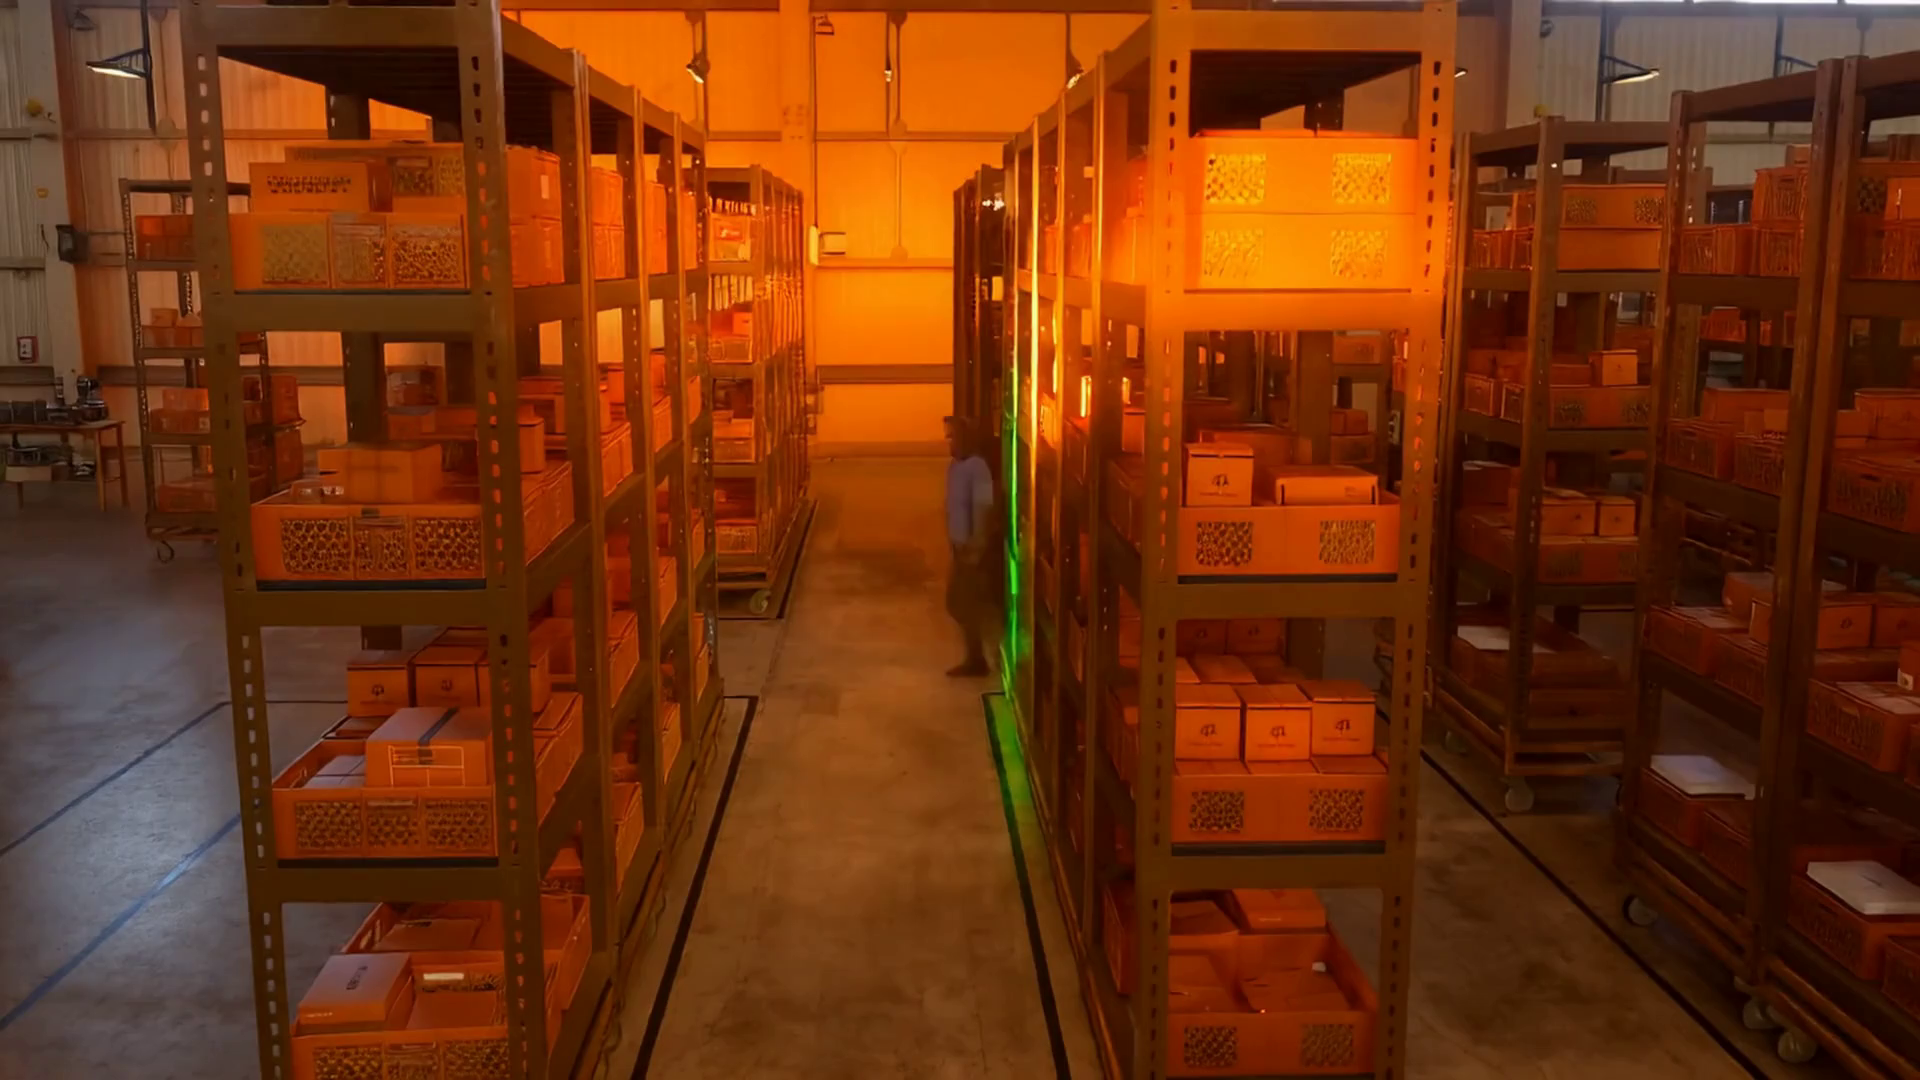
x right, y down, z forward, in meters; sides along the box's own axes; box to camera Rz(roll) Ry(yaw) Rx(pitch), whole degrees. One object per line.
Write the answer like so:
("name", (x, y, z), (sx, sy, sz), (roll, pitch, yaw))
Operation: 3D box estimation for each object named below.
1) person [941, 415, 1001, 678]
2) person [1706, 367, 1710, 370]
("person", (0.047, 0.054, 11.456), (0.456, 1.830, 0.602), (-4, 11, -20))
("person", (9.690, -1.777, 22.079), (0.812, 1.815, 0.604), (-3, 10, -15))
